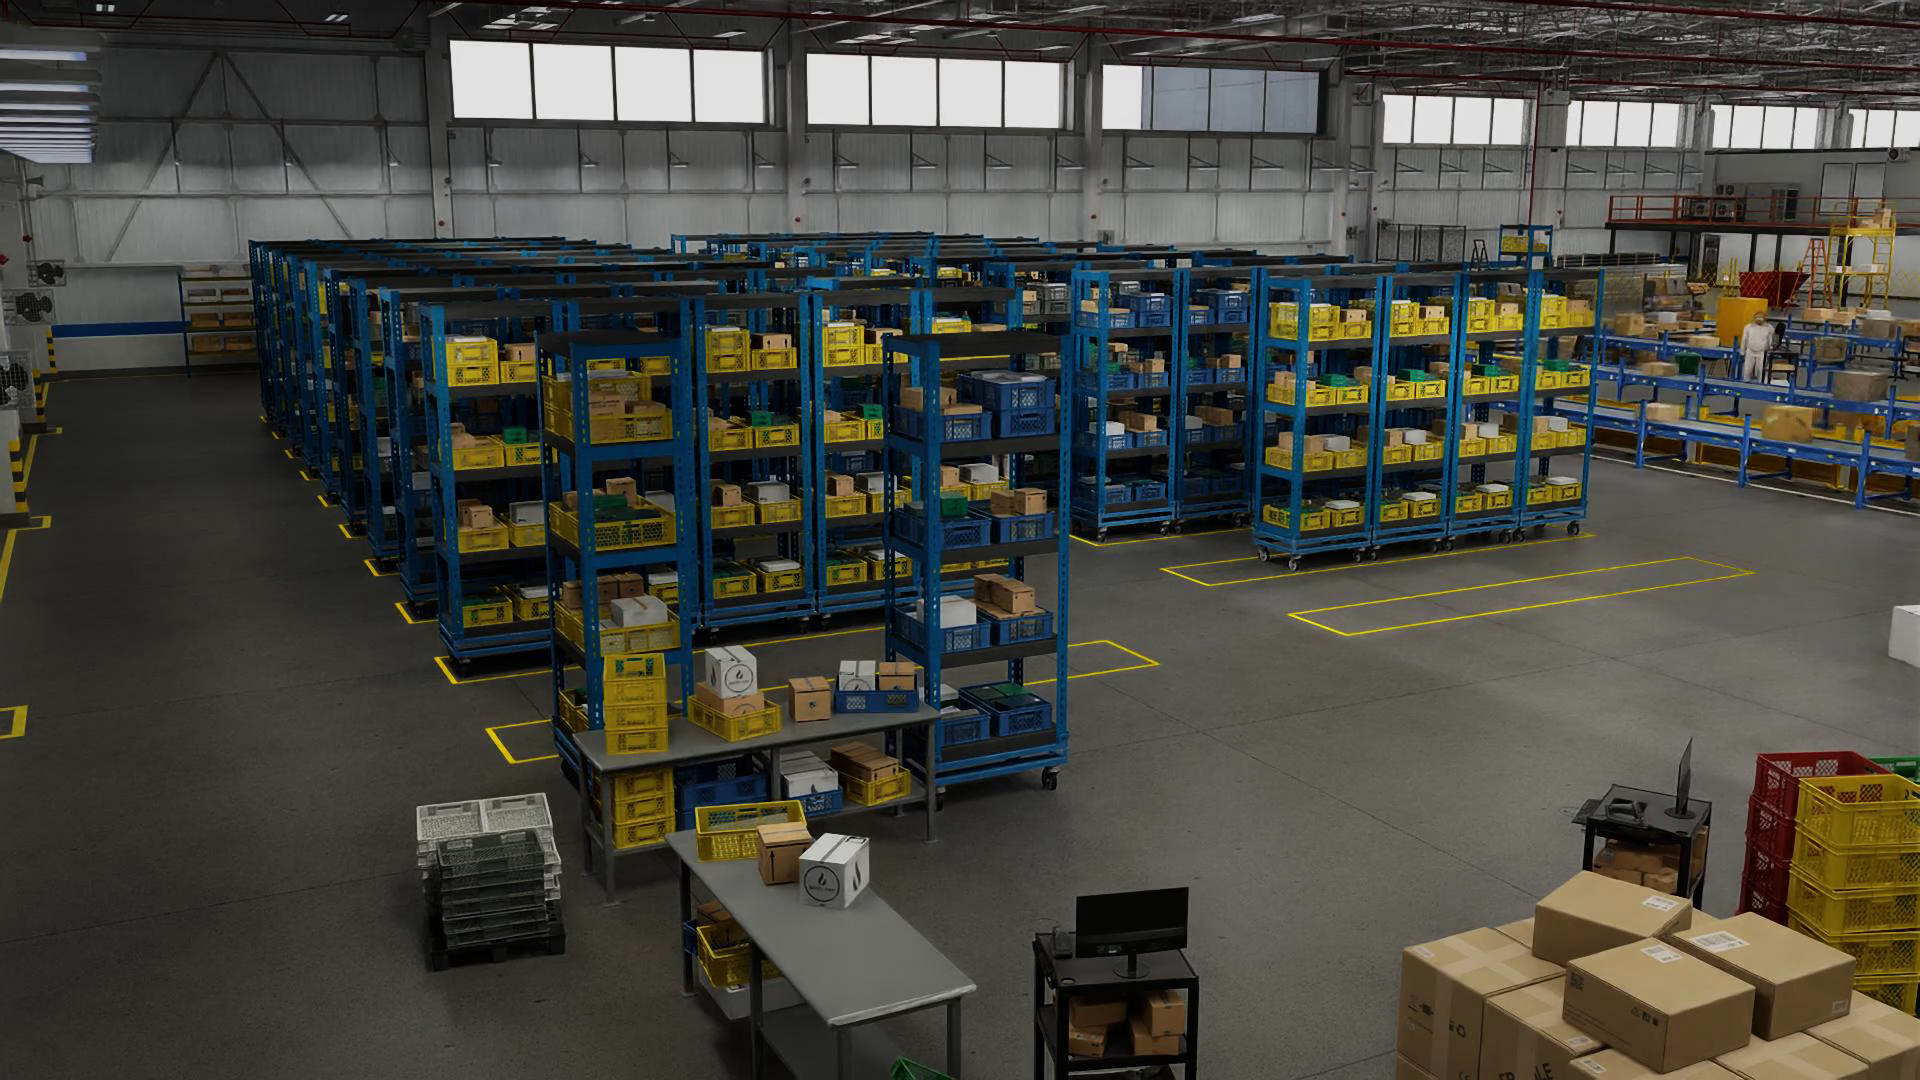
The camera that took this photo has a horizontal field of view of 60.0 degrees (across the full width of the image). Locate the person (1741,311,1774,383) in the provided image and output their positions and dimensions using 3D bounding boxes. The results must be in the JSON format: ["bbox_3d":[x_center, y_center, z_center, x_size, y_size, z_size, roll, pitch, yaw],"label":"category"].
[{"bbox_3d":[18.019,-4.230,37.630,0.646,1.899,0.398,6,13,24],"label":"person"}]

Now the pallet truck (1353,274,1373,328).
[{"bbox_3d":[13.011,-8.050,55.243,0.823,1.965,1.885,-7,14,-28],"label":"pallet truck"}]

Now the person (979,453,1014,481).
[{"bbox_3d":[0.570,-1.287,23.612,0.625,1.992,0.389,0,12,-1],"label":"person"}]

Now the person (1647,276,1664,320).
[{"bbox_3d":[20.699,-6.825,49.442,0.563,2.029,0.643,-4,13,-16],"label":"person"}]
